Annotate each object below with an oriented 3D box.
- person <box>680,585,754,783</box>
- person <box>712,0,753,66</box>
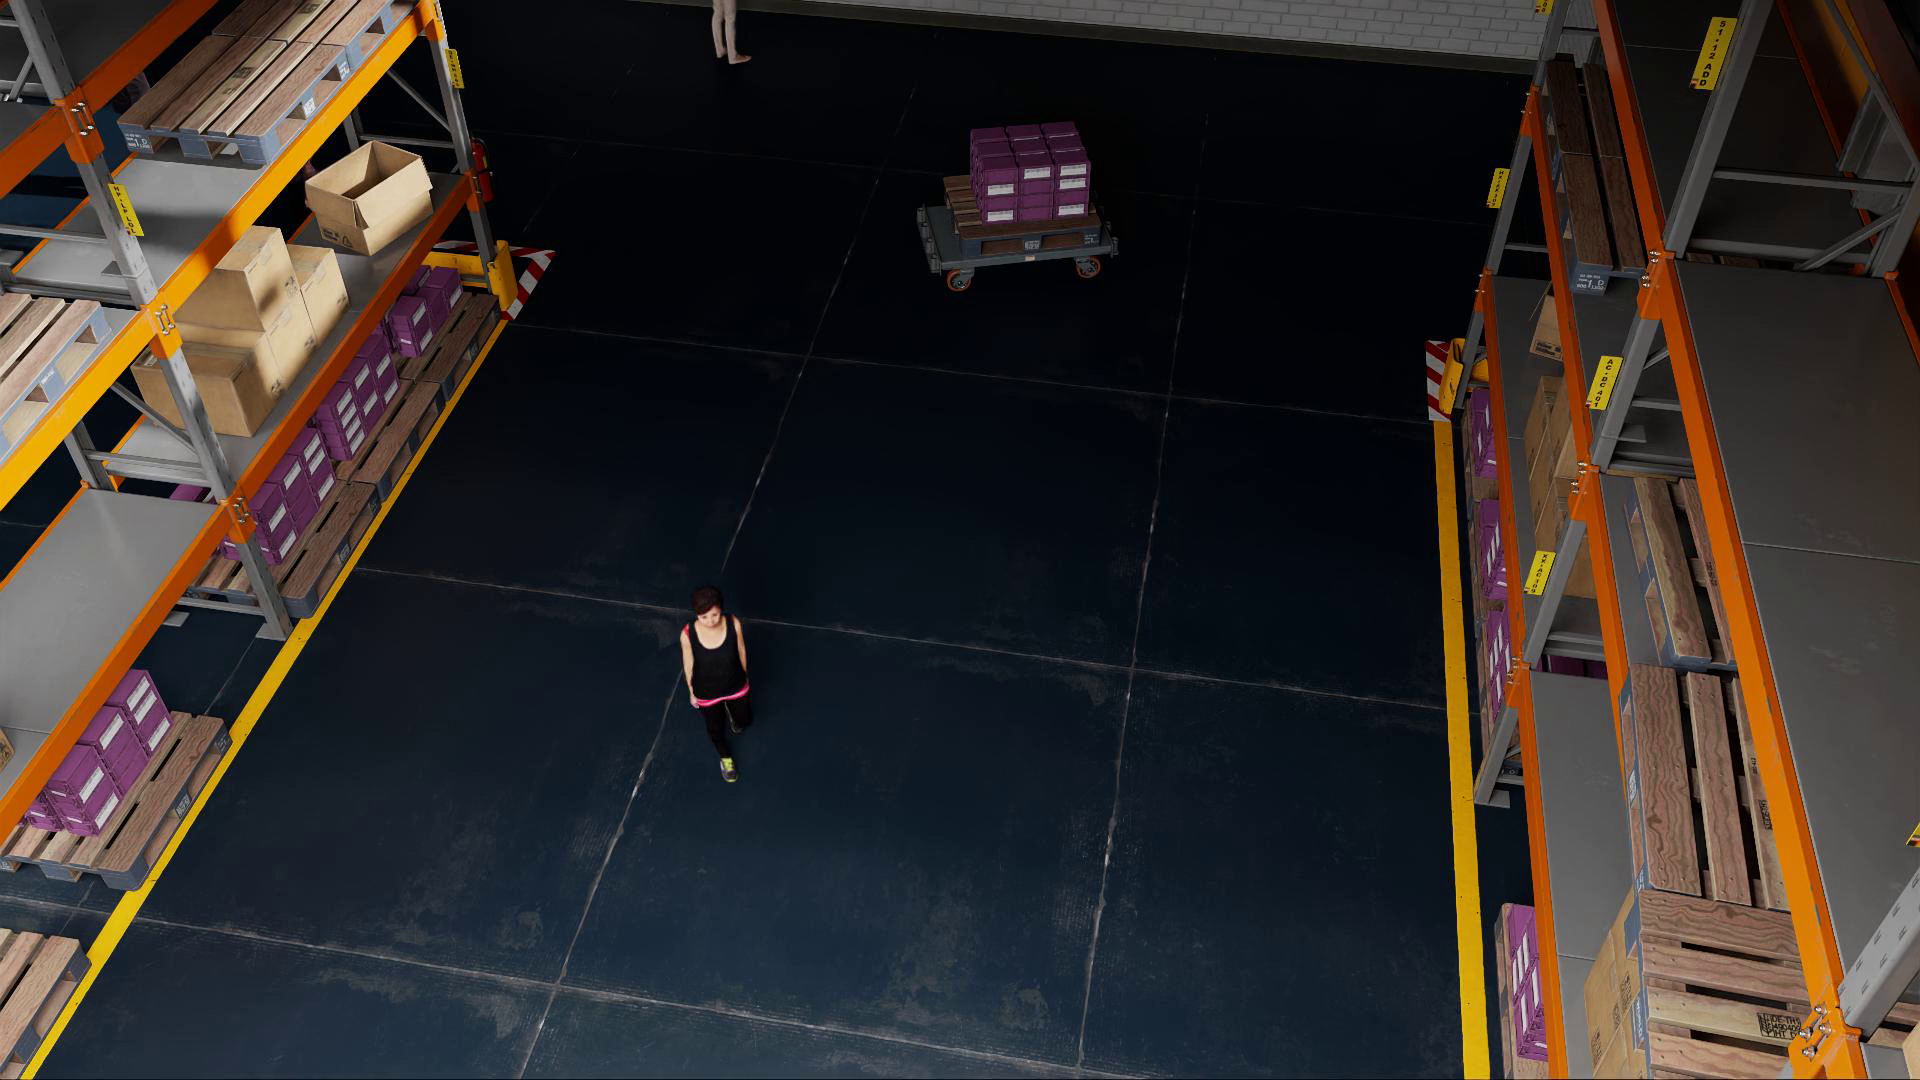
[{"bbox_3d":[-1.493,0.822,10.211,0.714,1.539,0.831,-12,45,-12],"label":"person"},{"bbox_3d":[-2.425,-5.709,16.932,0.718,1.724,0.679,-30,51,-28],"label":"person"}]
